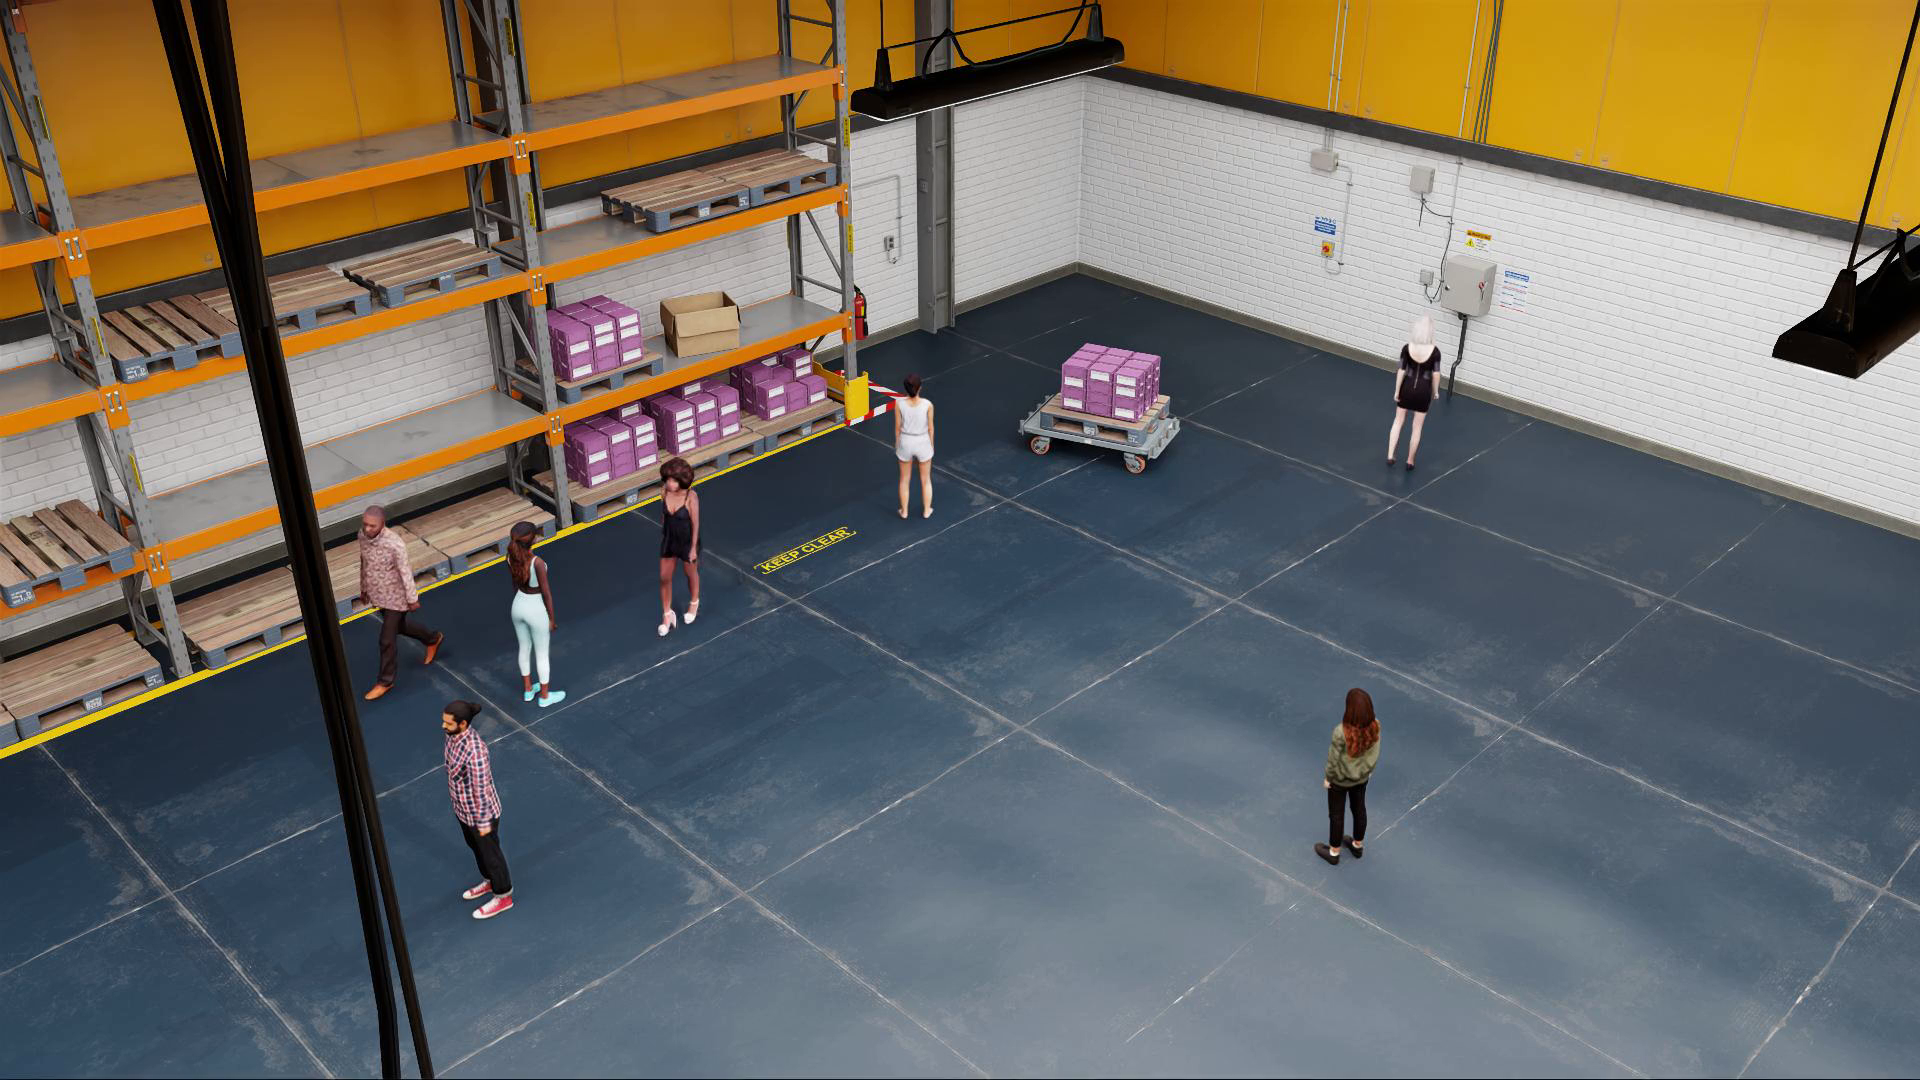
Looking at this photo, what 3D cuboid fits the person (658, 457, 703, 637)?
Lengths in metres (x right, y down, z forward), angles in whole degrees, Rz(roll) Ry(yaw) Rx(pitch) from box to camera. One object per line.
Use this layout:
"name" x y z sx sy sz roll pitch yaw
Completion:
"person" -2.507 0.001 15.252 0.760 1.762 0.867 10 30 17

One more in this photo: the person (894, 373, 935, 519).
"person" -0.474 -0.972 17.195 0.647 1.610 0.705 0 29 0

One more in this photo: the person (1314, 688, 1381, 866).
"person" 2.904 1.746 12.354 0.548 1.474 0.697 -12 31 -21

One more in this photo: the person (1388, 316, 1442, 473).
"person" 4.943 -1.554 18.036 0.682 1.827 0.686 12 31 20

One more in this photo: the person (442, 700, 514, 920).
"person" -3.432 1.882 11.808 0.620 1.759 0.695 -21 35 -34

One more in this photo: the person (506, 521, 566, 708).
"person" -3.649 0.621 14.156 0.618 1.724 0.619 13 31 23

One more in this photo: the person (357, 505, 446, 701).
"person" -4.870 0.443 14.420 0.811 1.784 1.211 20 35 33
